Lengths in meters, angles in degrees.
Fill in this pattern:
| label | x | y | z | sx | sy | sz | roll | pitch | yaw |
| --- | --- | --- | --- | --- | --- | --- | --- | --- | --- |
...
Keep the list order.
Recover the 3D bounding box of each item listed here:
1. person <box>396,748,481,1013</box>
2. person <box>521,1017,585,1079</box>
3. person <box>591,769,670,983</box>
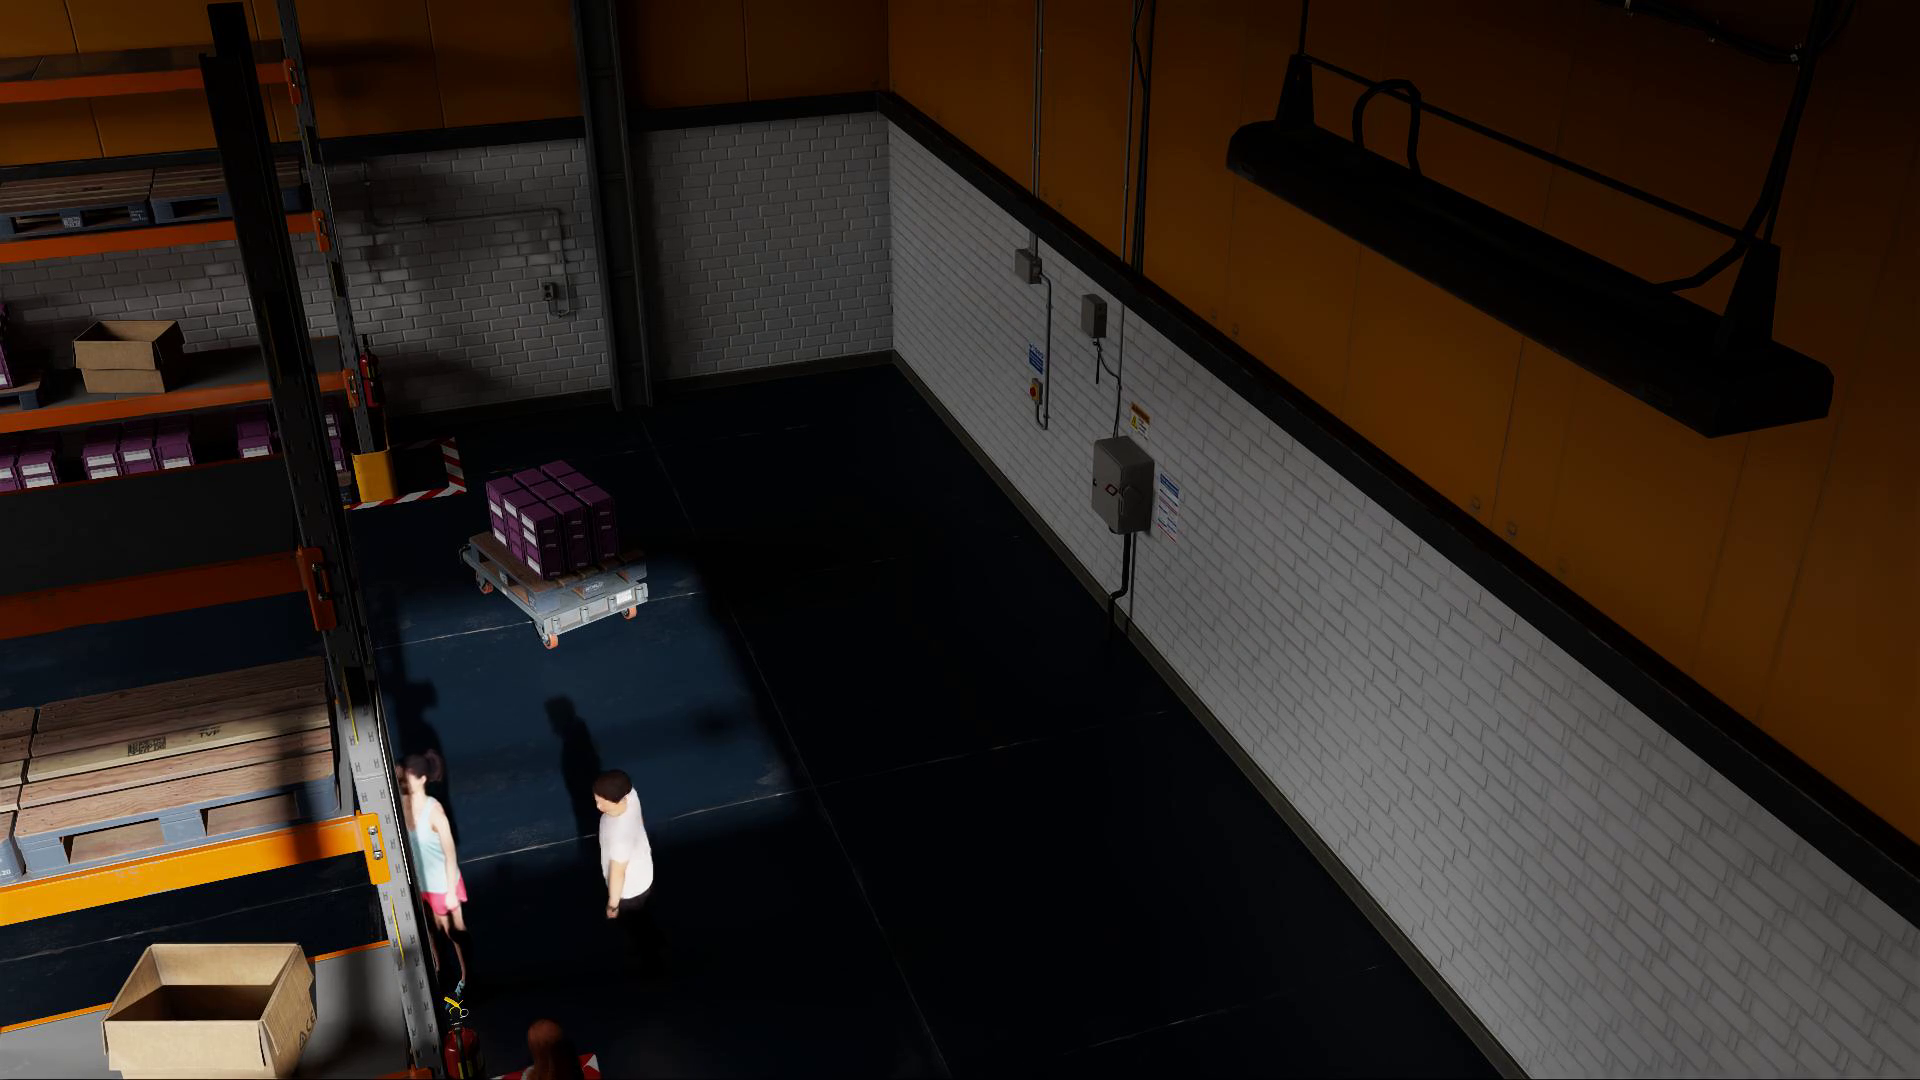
| label | x | y | z | sx | sy | sz | roll | pitch | yaw |
| --- | --- | --- | --- | --- | --- | --- | --- | --- | --- |
| person | -3.067 | 1.972 | 9.676 | 0.689 | 1.765 | 0.736 | 17 | 33 | 29 |
| person | -1.854 | 3.024 | 7.842 | 0.815 | 1.673 | 0.873 | 17 | 33 | 29 |
| person | -1.922 | 1.950 | 9.816 | 0.618 | 1.670 | 0.746 | 2 | 29 | 3 |
